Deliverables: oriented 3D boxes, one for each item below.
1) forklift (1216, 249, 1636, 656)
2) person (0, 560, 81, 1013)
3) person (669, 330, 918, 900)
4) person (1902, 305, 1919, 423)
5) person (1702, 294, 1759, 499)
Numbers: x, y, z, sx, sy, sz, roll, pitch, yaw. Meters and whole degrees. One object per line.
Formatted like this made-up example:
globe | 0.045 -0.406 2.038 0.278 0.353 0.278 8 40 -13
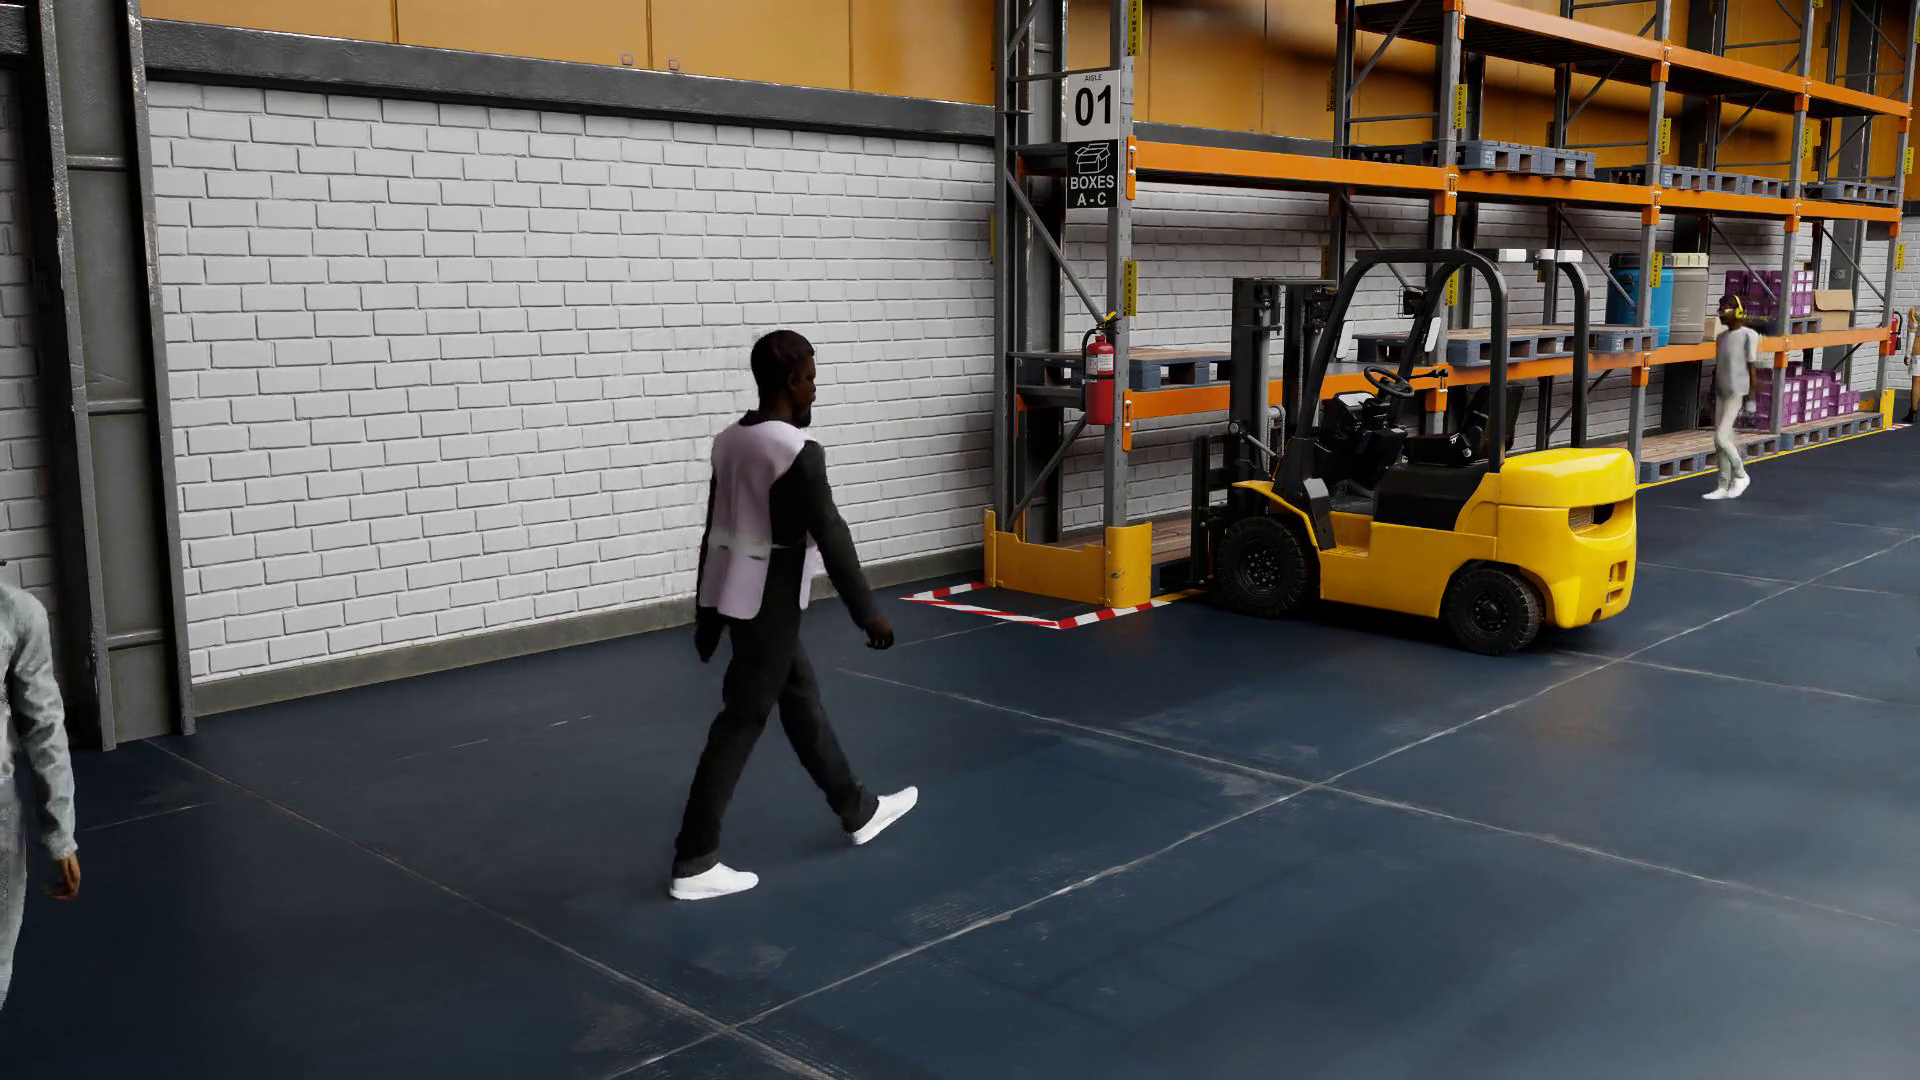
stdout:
forklift | 2.710 -0.584 9.626 2.313 2.155 1.214 9 13 43
person | -2.058 0.657 3.407 0.710 1.718 0.498 9 13 42
person | -0.571 0.235 5.612 1.038 1.858 0.588 -5 11 -30
person | 13.011 -2.538 22.388 0.550 1.937 0.357 2 9 12
person | 6.845 -1.264 14.848 0.395 1.847 0.549 -2 10 -13
